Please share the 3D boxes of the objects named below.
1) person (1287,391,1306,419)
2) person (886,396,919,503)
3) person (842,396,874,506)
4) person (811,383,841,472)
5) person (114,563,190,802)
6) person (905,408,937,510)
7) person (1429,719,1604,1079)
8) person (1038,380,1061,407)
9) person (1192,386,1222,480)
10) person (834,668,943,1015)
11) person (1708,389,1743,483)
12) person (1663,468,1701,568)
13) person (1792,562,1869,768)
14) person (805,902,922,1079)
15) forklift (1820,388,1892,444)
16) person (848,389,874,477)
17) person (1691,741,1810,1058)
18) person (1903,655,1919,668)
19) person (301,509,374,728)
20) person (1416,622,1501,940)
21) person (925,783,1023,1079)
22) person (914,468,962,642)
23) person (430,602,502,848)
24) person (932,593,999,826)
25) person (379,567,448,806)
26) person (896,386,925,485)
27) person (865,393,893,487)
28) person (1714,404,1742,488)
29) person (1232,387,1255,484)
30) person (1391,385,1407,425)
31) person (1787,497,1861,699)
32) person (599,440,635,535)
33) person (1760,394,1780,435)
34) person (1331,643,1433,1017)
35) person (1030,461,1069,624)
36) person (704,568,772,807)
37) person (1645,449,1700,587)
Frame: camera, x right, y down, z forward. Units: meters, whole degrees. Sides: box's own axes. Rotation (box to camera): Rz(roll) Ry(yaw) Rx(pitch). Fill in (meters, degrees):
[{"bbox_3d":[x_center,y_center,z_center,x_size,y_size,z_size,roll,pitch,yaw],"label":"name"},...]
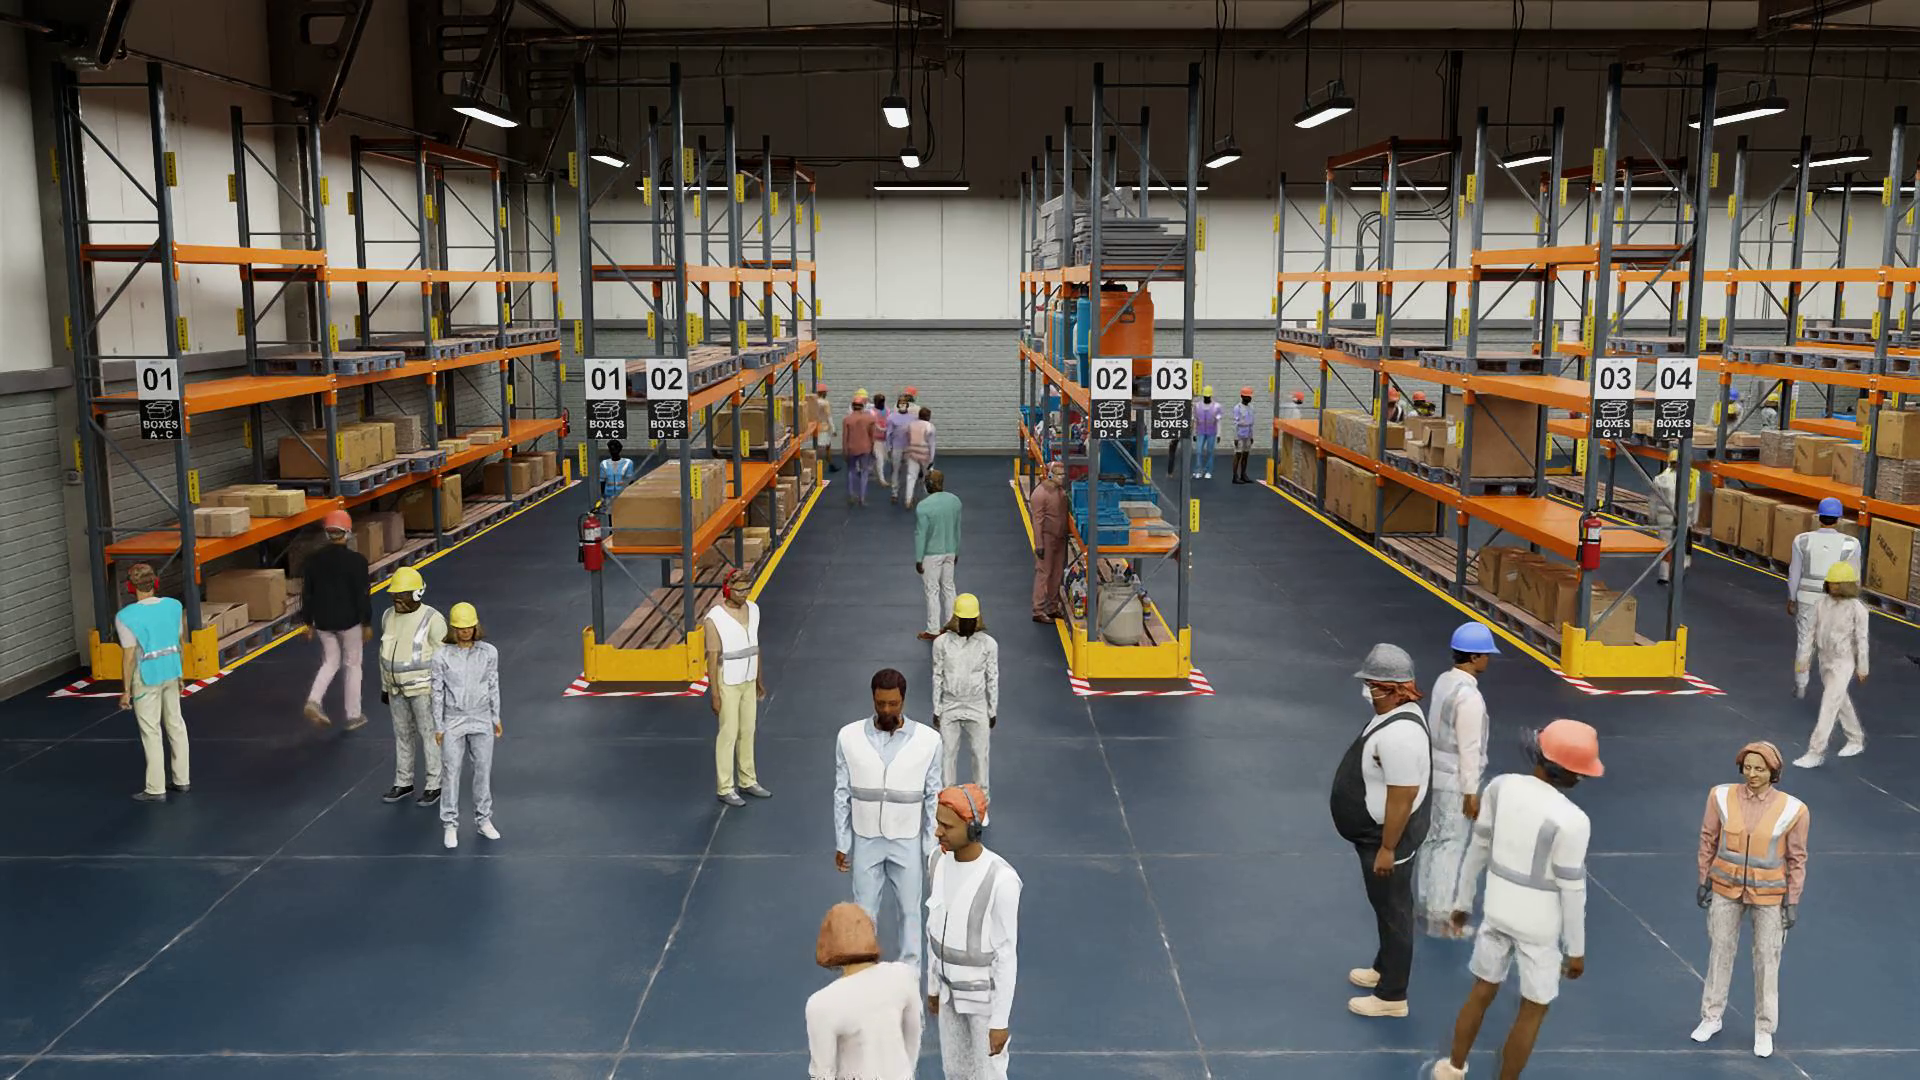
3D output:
[{"bbox_3d":[7.099,-2.290,34.970,0.712,1.704,0.584,2,9,11],"label":"person"},{"bbox_3d":[-1.024,-1.627,29.939,0.630,1.940,0.372,-1,9,-8],"label":"person"},{"bbox_3d":[-1.839,-1.613,29.851,0.597,1.944,0.921,-2,9,-11],"label":"person"},{"bbox_3d":[-2.867,-2.303,34.445,0.934,1.891,0.541,-6,11,-33],"label":"person"},{"bbox_3d":[-6.170,1.095,12.739,0.395,1.841,0.564,4,10,23],"label":"person"},{"bbox_3d":[-0.690,-1.416,29.133,0.634,1.788,1.000,5,10,28],"label":"person"},{"bbox_3d":[2.619,1.783,7.849,0.514,1.990,0.762,-5,10,-28],"label":"person"},{"bbox_3d":[2.071,-2.724,36.669,0.686,2.000,0.535,0,9,3],"label":"person"},{"bbox_3d":[4.932,-2.132,33.350,0.595,1.881,0.926,3,9,19],"label":"person"},{"bbox_3d":[-0.390,1.641,9.059,0.593,1.895,0.391,0,9,1],"label":"person"},{"bbox_3d":[15.139,-2.061,32.939,0.652,1.873,1.003,1,9,6],"label":"person"},{"bbox_3d":[10.028,-0.453,23.181,0.536,1.691,0.320,8,12,40],"label":"person"},{"bbox_3d":[7.258,1.010,13.750,0.891,1.699,0.491,-3,9,-18],"label":"person"},{"bbox_3d":[-0.379,2.198,6.497,0.512,1.560,0.853,-8,12,-41],"label":"person"},{"bbox_3d":[20.072,-3.110,36.462,1.873,2.768,1.129,0,9,0],"label":"forklift"},{"bbox_3d":[-1.953,-2.164,33.781,0.616,1.812,0.535,-3,9,-20],"label":"person"},{"bbox_3d":[4.085,1.837,8.614,0.513,1.641,0.307,7,11,36],"label":"person"},{"bbox_3d":[9.945,0.534,16.554,0.597,1.781,0.922,-8,12,-41],"label":"person"},{"bbox_3d":[-5.524,0.721,14.711,0.633,1.975,0.620,1,9,9],"label":"person"},{"bbox_3d":[3.048,1.453,10.168,0.436,1.935,0.623,1,9,4],"label":"person"},{"bbox_3d":[0.041,1.953,7.114,0.357,1.879,0.574,-7,11,-37],"label":"person"},{"bbox_3d":[-0.248,0.169,18.421,0.636,1.929,0.379,-8,12,-42],"label":"person"},{"bbox_3d":[-3.479,1.294,11.771,0.490,1.743,0.324,-6,11,-33],"label":"person"},{"bbox_3d":[0.039,1.240,12.160,0.487,1.738,0.319,1,9,4],"label":"person"},{"bbox_3d":[-4.184,1.109,12.674,0.589,1.833,0.404,3,9,21],"label":"person"},{"bbox_3d":[-1.015,-2.051,32.683,0.602,1.948,1.045,4,10,23],"label":"person"},{"bbox_3d":[-1.555,-1.957,32.428,0.643,1.817,0.569,-8,12,-41],"label":"person"},{"bbox_3d":[14.403,-1.715,31.261,0.493,1.711,0.825,3,9,19],"label":"person"},{"bbox_3d":[5.607,-2.055,32.739,0.547,1.929,0.392,-8,12,-40],"label":"person"},{"bbox_3d":[8.985,-2.268,34.333,0.327,1.861,0.507,-7,11,-37],"label":"person"},{"bbox_3d":[8.208,0.563,15.822,0.615,1.945,0.404,4,10,27],"label":"person"},{"bbox_3d":[-5.021,-0.640,24.392,0.535,1.690,0.320,1,9,5],"label":"person"},{"bbox_3d":[16.345,-2.088,33.584,0.321,1.729,0.490,0,9,-3],"label":"person"},{"bbox_3d":[2.294,1.563,9.088,0.536,2.000,0.684,3,9,17],"label":"person"},{"bbox_3d":[1.083,0.022,19.472,0.400,1.900,0.644,6,11,34],"label":"person"},{"bbox_3d":[-1.720,1.113,12.675,0.411,1.831,0.571,5,10,31],"label":"person"},{"bbox_3d":[9.297,-0.289,21.738,0.617,1.805,0.547,1,9,7],"label":"person"}]
